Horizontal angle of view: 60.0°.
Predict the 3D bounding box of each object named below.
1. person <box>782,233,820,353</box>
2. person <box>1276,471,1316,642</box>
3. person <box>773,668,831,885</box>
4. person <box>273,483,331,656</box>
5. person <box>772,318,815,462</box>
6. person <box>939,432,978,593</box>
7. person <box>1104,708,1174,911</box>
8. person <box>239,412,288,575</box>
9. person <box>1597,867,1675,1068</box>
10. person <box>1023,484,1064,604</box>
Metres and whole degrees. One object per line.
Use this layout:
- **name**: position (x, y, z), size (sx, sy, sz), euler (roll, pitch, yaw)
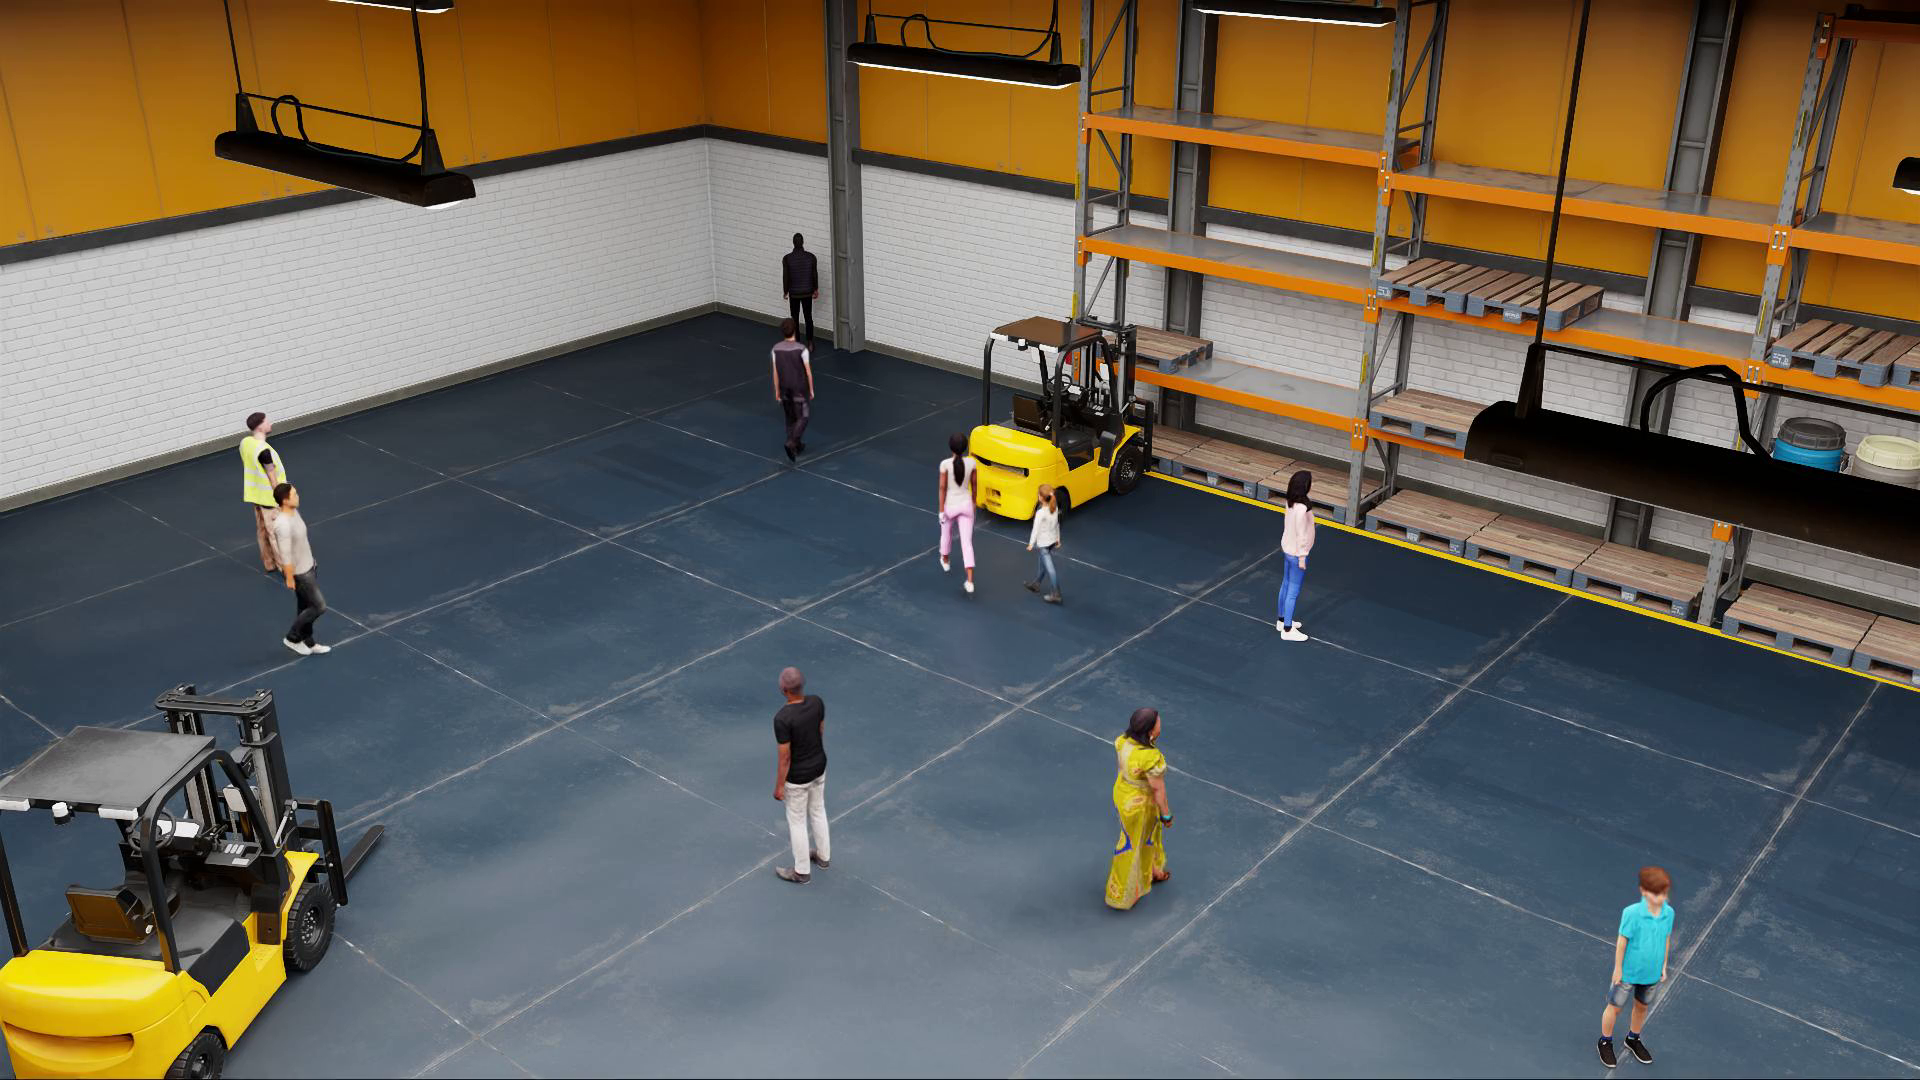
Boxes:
- **person**: position (-2.429, -3.770, 25.319), size (0.781, 1.836, 0.798), euler (-5, 24, -12)
- **person**: position (3.317, 0.132, 16.476), size (0.767, 1.769, 0.720), euler (-1, 24, -2)
- **person**: position (-1.195, 1.781, 12.662), size (0.590, 1.803, 0.652), euler (18, 29, 35)
- **person**: position (-6.468, 0.302, 16.050), size (0.863, 1.800, 0.789), euler (-7, 24, -15)
- **person**: position (-2.117, -1.866, 20.966), size (1.035, 1.835, 0.952), euler (7, 25, 15)
- **person**: position (0.009, -0.261, 17.473), size (1.077, 1.692, 1.236), euler (-5, 24, -12)
- **person**: position (1.242, 2.007, 12.351), size (1.037, 1.638, 0.999), euler (-9, 25, -20)
- **person**: position (-7.408, -0.498, 17.825), size (0.607, 1.845, 0.736), euler (18, 29, 35)
- **person**: position (4.429, 2.764, 10.855), size (0.595, 1.449, 0.645), euler (-4, 24, -8)
- **person**: position (0.954, 0.059, 17.225), size (0.754, 1.304, 0.481), euler (19, 30, 37)
